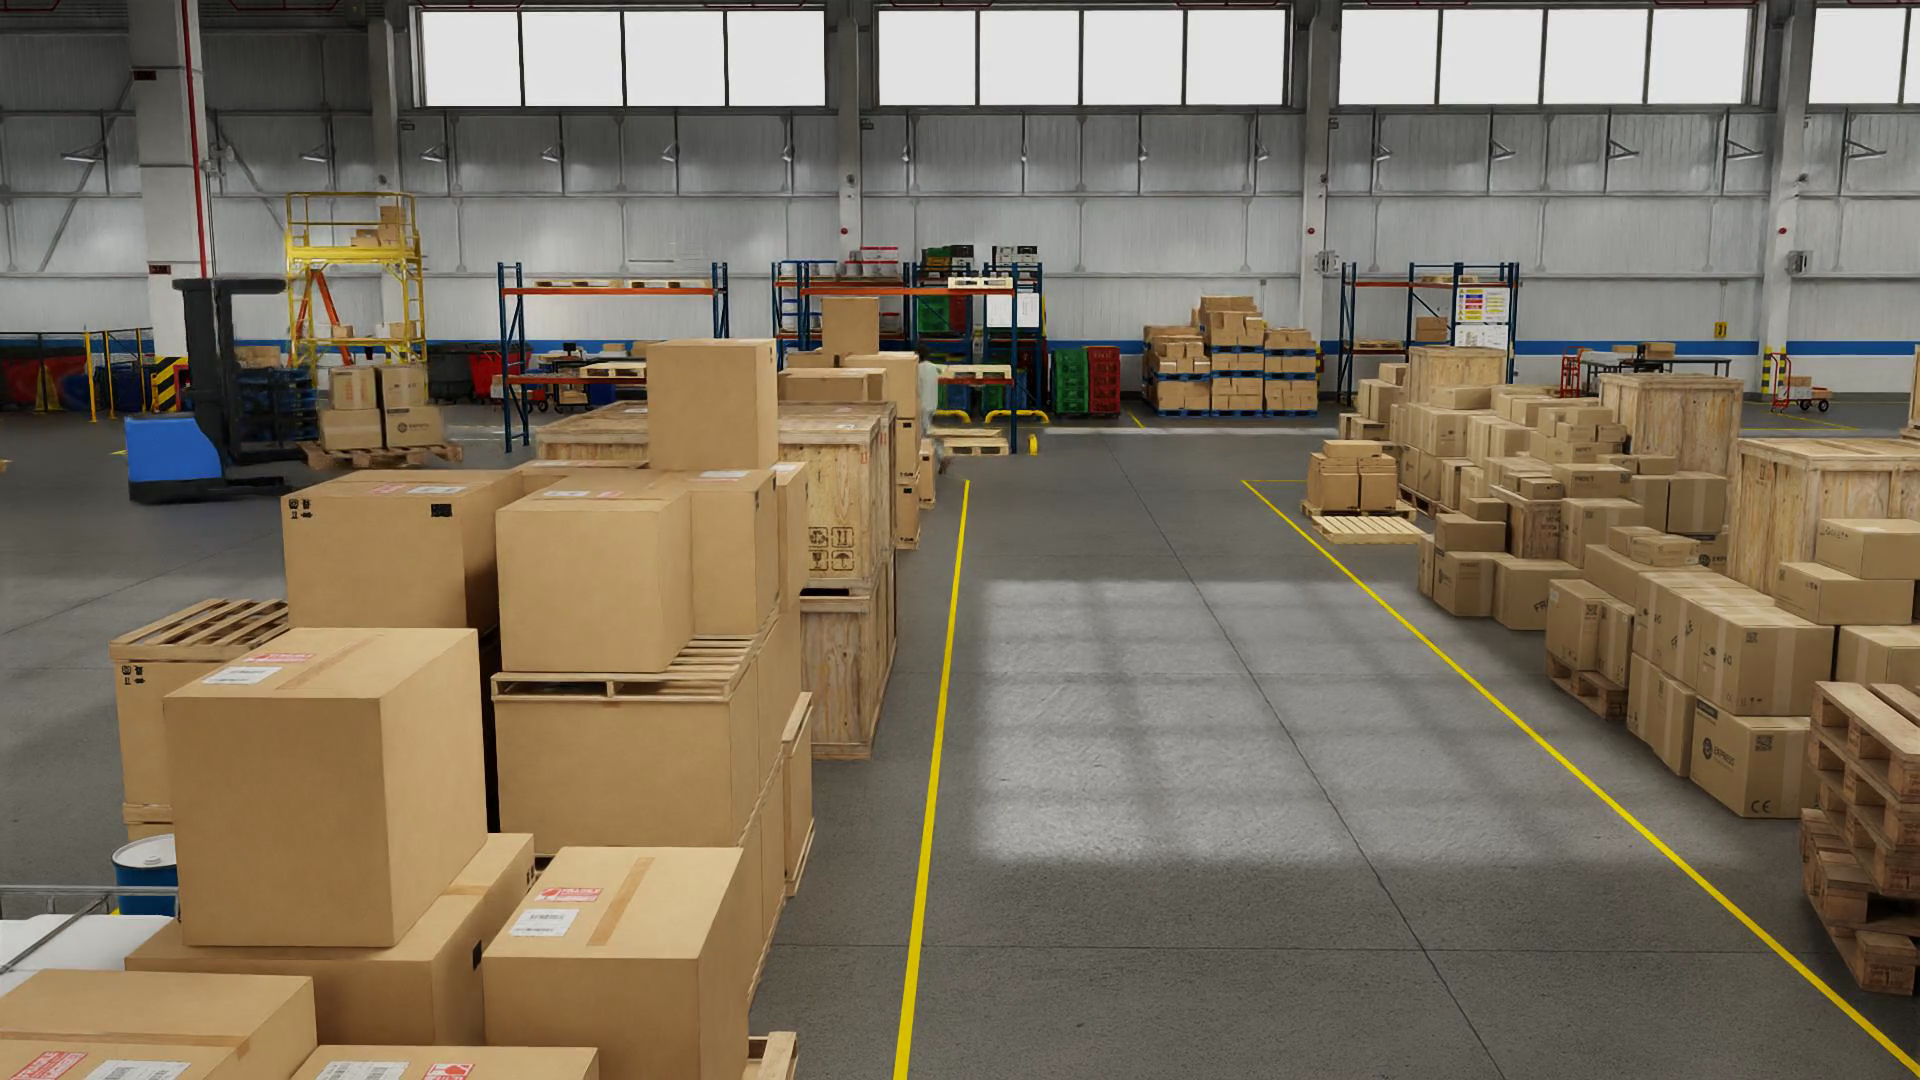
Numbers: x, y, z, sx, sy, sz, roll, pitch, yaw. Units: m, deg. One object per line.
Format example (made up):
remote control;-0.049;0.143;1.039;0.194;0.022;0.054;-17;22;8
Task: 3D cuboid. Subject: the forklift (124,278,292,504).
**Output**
forklift;-9.704;-1.946;21.293;1.873;2.768;1.129;-5;11;-27

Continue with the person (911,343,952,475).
person;-0.482;-1.822;23.436;0.783;1.913;0.650;5;11;28

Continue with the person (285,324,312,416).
person;-12.015;-2.963;30.261;0.644;1.926;0.426;4;10;23
